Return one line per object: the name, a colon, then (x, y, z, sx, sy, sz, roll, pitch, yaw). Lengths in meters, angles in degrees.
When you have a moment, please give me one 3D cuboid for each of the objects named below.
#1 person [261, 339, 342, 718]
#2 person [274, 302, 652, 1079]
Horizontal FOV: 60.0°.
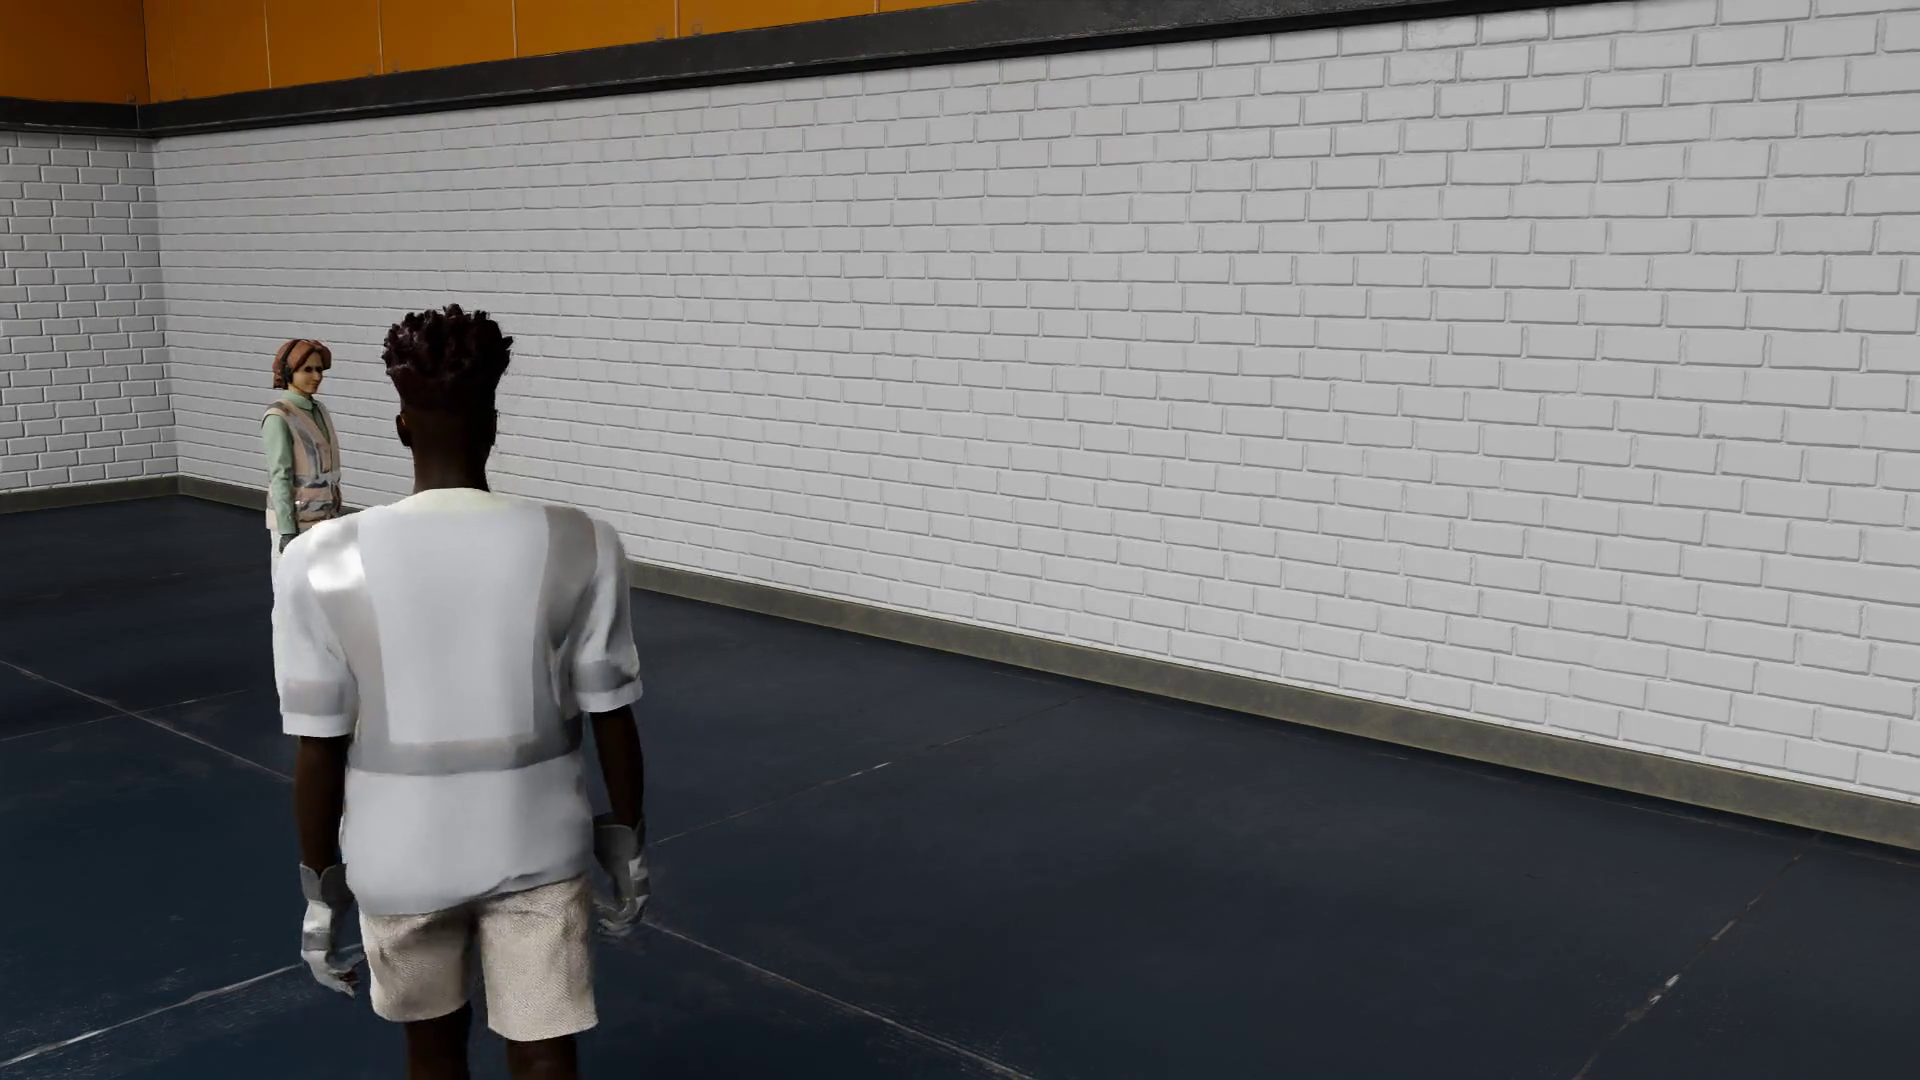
person: (-2.830, -0.046, 7.195, 0.314, 1.636, 0.517, 0, 10, 1)
person: (-0.851, 0.558, 2.926, 0.607, 1.939, 0.907, -3, 10, -16)
